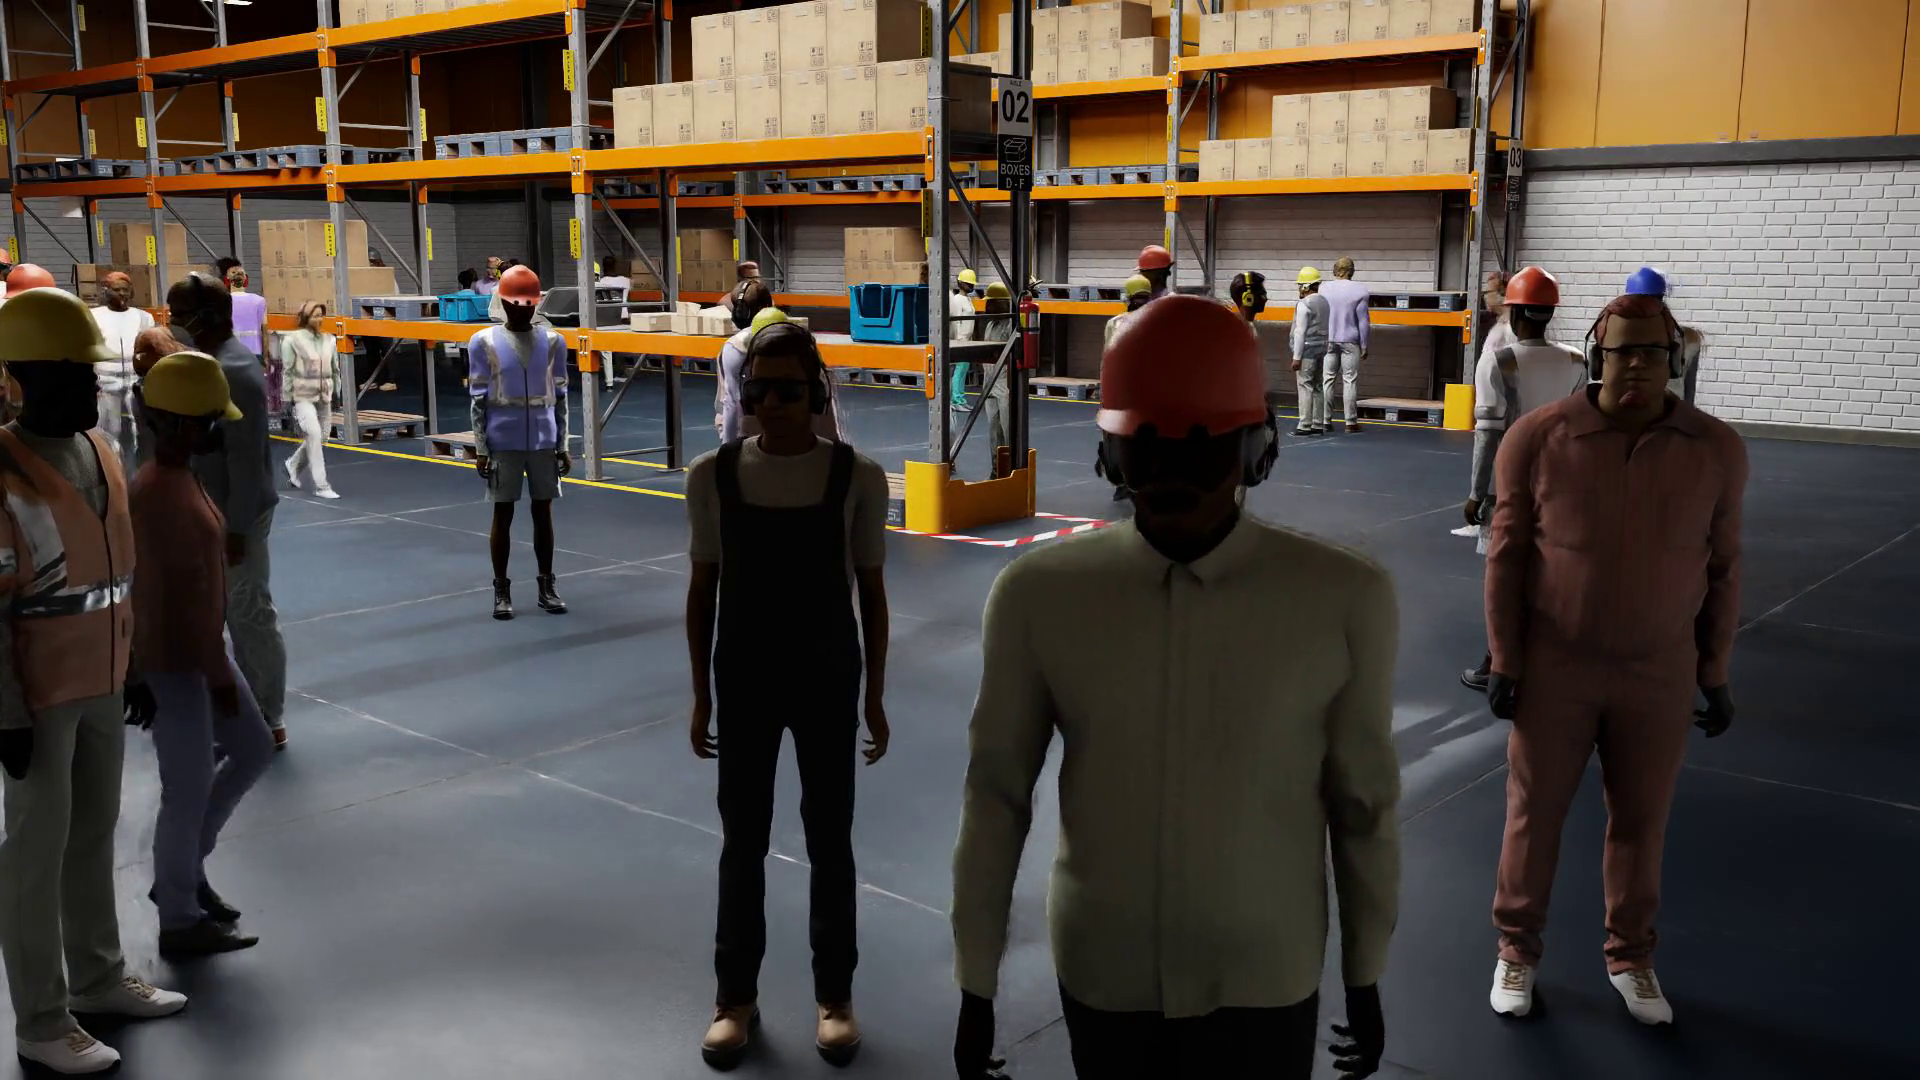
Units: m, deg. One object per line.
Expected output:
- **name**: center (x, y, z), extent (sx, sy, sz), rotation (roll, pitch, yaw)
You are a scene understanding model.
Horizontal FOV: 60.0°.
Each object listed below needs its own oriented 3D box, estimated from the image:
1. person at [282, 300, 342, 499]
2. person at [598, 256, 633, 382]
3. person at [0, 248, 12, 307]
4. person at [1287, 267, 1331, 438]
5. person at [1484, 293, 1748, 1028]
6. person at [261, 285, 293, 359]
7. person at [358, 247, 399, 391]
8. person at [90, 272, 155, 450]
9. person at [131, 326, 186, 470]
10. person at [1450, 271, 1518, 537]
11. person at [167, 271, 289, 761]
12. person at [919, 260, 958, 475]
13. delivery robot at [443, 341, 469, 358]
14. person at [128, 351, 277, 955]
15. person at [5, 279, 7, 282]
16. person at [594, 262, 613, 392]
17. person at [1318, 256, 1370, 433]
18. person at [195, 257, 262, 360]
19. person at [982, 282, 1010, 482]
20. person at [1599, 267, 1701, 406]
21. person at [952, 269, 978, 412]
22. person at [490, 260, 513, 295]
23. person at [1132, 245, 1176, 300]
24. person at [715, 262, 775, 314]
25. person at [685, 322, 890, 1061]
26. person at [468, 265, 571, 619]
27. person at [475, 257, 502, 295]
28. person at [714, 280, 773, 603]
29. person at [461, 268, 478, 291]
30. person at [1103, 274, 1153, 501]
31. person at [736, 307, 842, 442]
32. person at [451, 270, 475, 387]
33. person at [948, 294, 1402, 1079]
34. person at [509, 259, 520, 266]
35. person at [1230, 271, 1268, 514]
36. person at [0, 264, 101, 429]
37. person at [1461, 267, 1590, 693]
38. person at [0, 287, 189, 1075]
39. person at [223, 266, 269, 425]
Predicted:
- **person**: center (-5.338, -1.153, 13.577), extent (0.707, 1.617, 0.525), rotation (5, 11, 28)
- **person**: center (-5.313, -3.351, 25.260), extent (0.699, 1.893, 0.637), rotation (7, 12, 36)
- **person**: center (-8.952, -1.721, 15.580), extent (0.616, 2.039, 0.374), rotation (-8, 13, -40)
- **person**: center (3.734, -2.003, 17.821), extent (0.405, 1.824, 0.585), rotation (7, 12, 36)
- **person**: center (1.690, 0.322, 4.329), extent (0.637, 1.911, 0.403), rotation (2, 10, 10)
- **person**: center (-8.789, -2.680, 21.490), extent (0.574, 1.885, 0.356), rotation (3, 10, 16)
- **person**: center (-8.339, -3.145, 23.686), extent (0.682, 2.000, 0.536), rotation (5, 11, 28)
- **person**: center (-6.941, -1.295, 13.760), extent (0.578, 1.840, 0.987), rotation (-7, 12, -33)
- **person**: center (-3.985, -0.261, 8.429), extent (0.286, 1.633, 0.497), rotation (2, 10, 14)
- **person**: center (3.915, -0.938, 11.623), extent (0.786, 1.873, 0.681), rotation (2, 10, 11)
- **person**: center (-2.911, -0.094, 6.626), extent (0.370, 1.934, 0.627), rotation (-6, 12, -31)
- **person**: center (-0.188, -1.541, 14.848), extent (0.353, 1.937, 0.635), rotation (1, 10, 7)
- **delivery robot**: center (-8.388, -3.247, 28.228), extent (0.707, 0.478, 0.477), rotation (1, 10, 5)
- **person**: center (-2.169, 0.338, 4.727), extent (0.382, 1.741, 0.522), rotation (-3, 10, -15)
- **person**: center (-11.290, -2.285, 19.799), extent (0.375, 1.686, 0.535), rotation (8, 13, 38)
- **person**: center (-5.114, -2.979, 23.330), extent (0.588, 1.835, 0.403), rotation (-4, 11, -23)
- **person**: center (4.185, -2.138, 18.262), extent (0.627, 1.934, 0.372), rotation (5, 11, 29)
- **person**: center (-7.460, -1.908, 16.929), extent (0.593, 1.937, 0.678), rotation (8, 13, 38)
- **person**: center (0.324, -1.270, 13.856), extent (0.304, 1.743, 0.494), rotation (-6, 11, -29)
- **person**: center (4.030, -0.652, 9.884), extent (0.614, 1.902, 0.957), rotation (0, 10, 2)
- **person**: center (0.059, -2.466, 20.628), extent (0.325, 1.760, 0.523), rotation (3, 10, 17)
- **person**: center (-5.714, -2.599, 21.063), extent (0.327, 1.874, 0.518), rotation (10, 14, 43)
- **person**: center (1.561, -1.327, 13.330), extent (0.372, 2.040, 0.616), rotation (-2, 10, -13)
- **person**: center (-1.936, -1.594, 15.273), extent (0.634, 1.900, 0.398), rotation (-9, 13, -41)
- **person**: center (-0.425, 0.385, 4.143), extent (0.506, 1.846, 0.351), rotation (0, 10, 0)
- **person**: center (-2.396, -0.534, 9.132), extent (0.543, 1.932, 0.365), rotation (-5, 11, -28)
- **person**: center (-6.236, -2.850, 22.408), extent (0.637, 1.904, 0.403), rotation (0, 10, 0)
- **person**: center (-1.171, -0.541, 9.431), extent (0.429, 1.844, 0.627), rotation (5, 11, 25)
- **person**: center (-9.328, -4.384, 31.895), extent (0.497, 1.636, 0.285), rotation (-9, 13, -41)
- **person**: center (1.408, -1.183, 13.143), extent (0.620, 1.820, 0.432), rotation (-2, 10, -9)
- **person**: center (-0.876, -0.288, 8.315), extent (0.565, 1.716, 0.774), rotation (-7, 12, -35)
- **person**: center (-7.163, -3.074, 24.256), extent (0.537, 1.697, 0.320), rotation (-5, 11, -27)
- **person**: center (0.290, 0.640, 2.383), extent (0.647, 1.946, 0.962), rotation (3, 10, 15)
- **person**: center (-7.584, -3.869, 28.380), extent (0.627, 1.844, 0.429), rotation (-3, 10, -16)
- **person**: center (1.882, -0.824, 10.948), extent (0.328, 1.876, 0.513), rotation (0, 10, 1)
- **person**: center (-4.888, -0.498, 8.907), extent (0.542, 1.939, 0.369), rotation (-1, 10, -5)
- **person**: center (2.544, -0.257, 7.541), extent (0.548, 1.938, 0.358), rotation (-2, 10, -14)
- **person**: center (-2.224, 0.341, 4.159), extent (0.380, 1.928, 0.586), rotation (1, 10, 7)
- **person**: center (-7.243, -1.836, 16.790), extent (0.390, 1.846, 0.565), rotation (8, 13, 39)
